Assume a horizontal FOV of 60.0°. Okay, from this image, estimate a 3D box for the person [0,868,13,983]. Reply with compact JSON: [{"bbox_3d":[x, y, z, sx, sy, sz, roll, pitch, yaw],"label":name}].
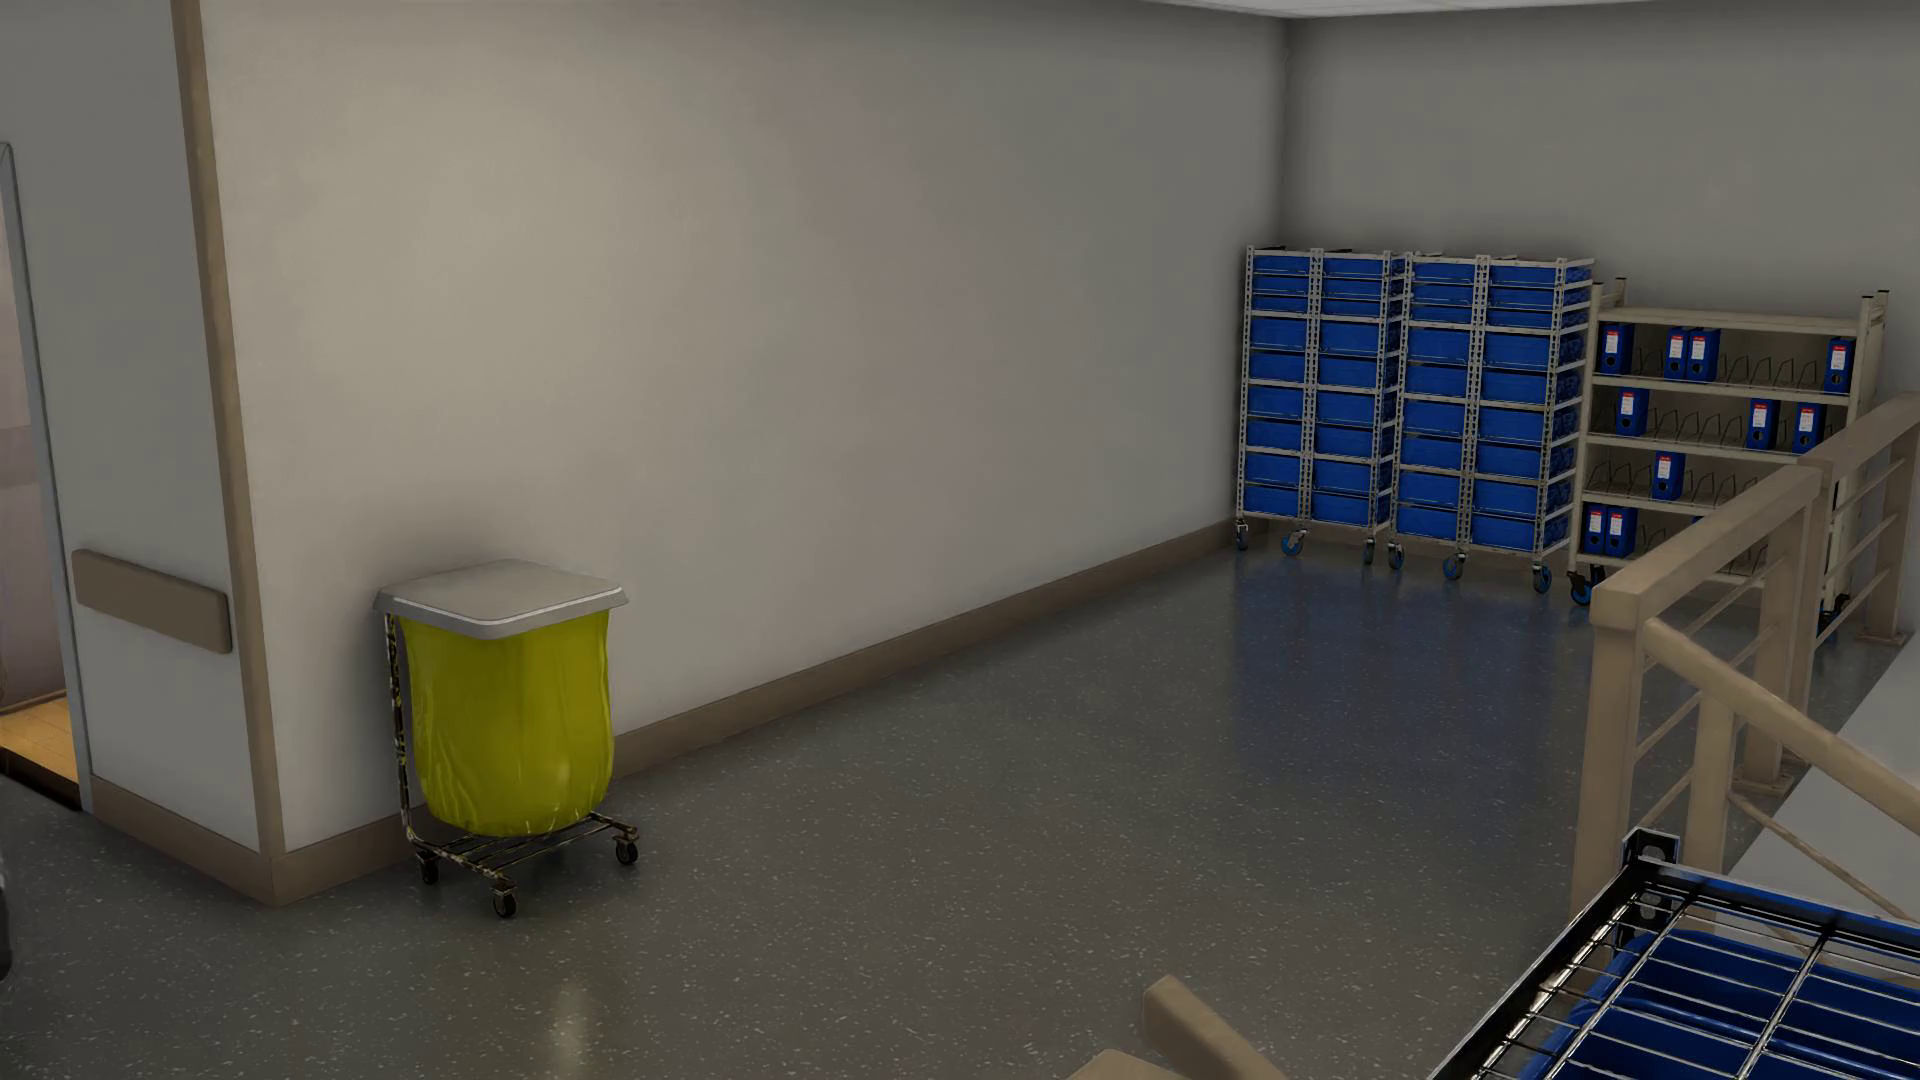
[{"bbox_3d":[-2.923,0.341,4.483,0.773,1.915,0.634,13,18,43],"label":"person"}]
